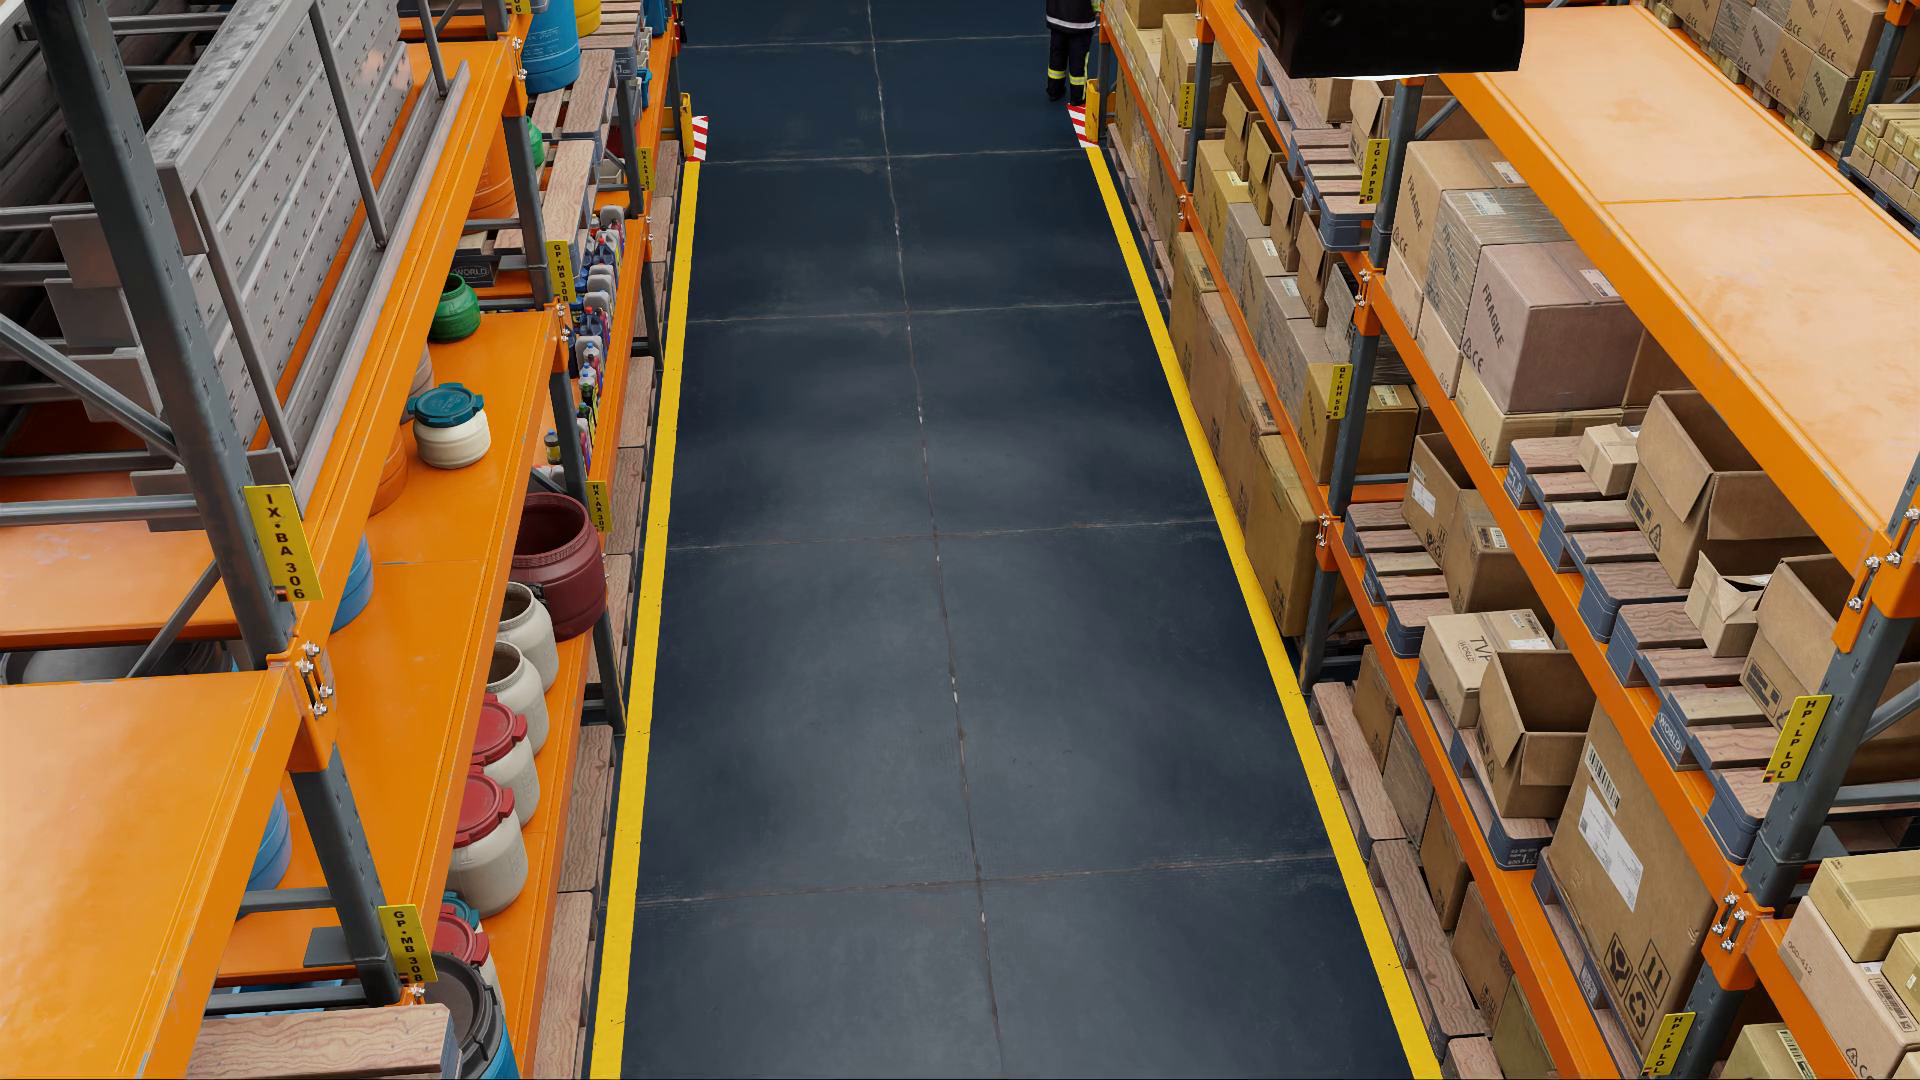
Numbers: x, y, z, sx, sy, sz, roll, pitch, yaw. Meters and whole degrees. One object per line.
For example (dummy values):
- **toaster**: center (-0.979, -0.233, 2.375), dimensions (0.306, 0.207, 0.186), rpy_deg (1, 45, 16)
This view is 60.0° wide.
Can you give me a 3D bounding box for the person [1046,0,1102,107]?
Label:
- **person**: center (1.100, -5.278, 16.320), dimensions (0.866, 1.983, 0.898), rpy_deg (23, 43, 27)
